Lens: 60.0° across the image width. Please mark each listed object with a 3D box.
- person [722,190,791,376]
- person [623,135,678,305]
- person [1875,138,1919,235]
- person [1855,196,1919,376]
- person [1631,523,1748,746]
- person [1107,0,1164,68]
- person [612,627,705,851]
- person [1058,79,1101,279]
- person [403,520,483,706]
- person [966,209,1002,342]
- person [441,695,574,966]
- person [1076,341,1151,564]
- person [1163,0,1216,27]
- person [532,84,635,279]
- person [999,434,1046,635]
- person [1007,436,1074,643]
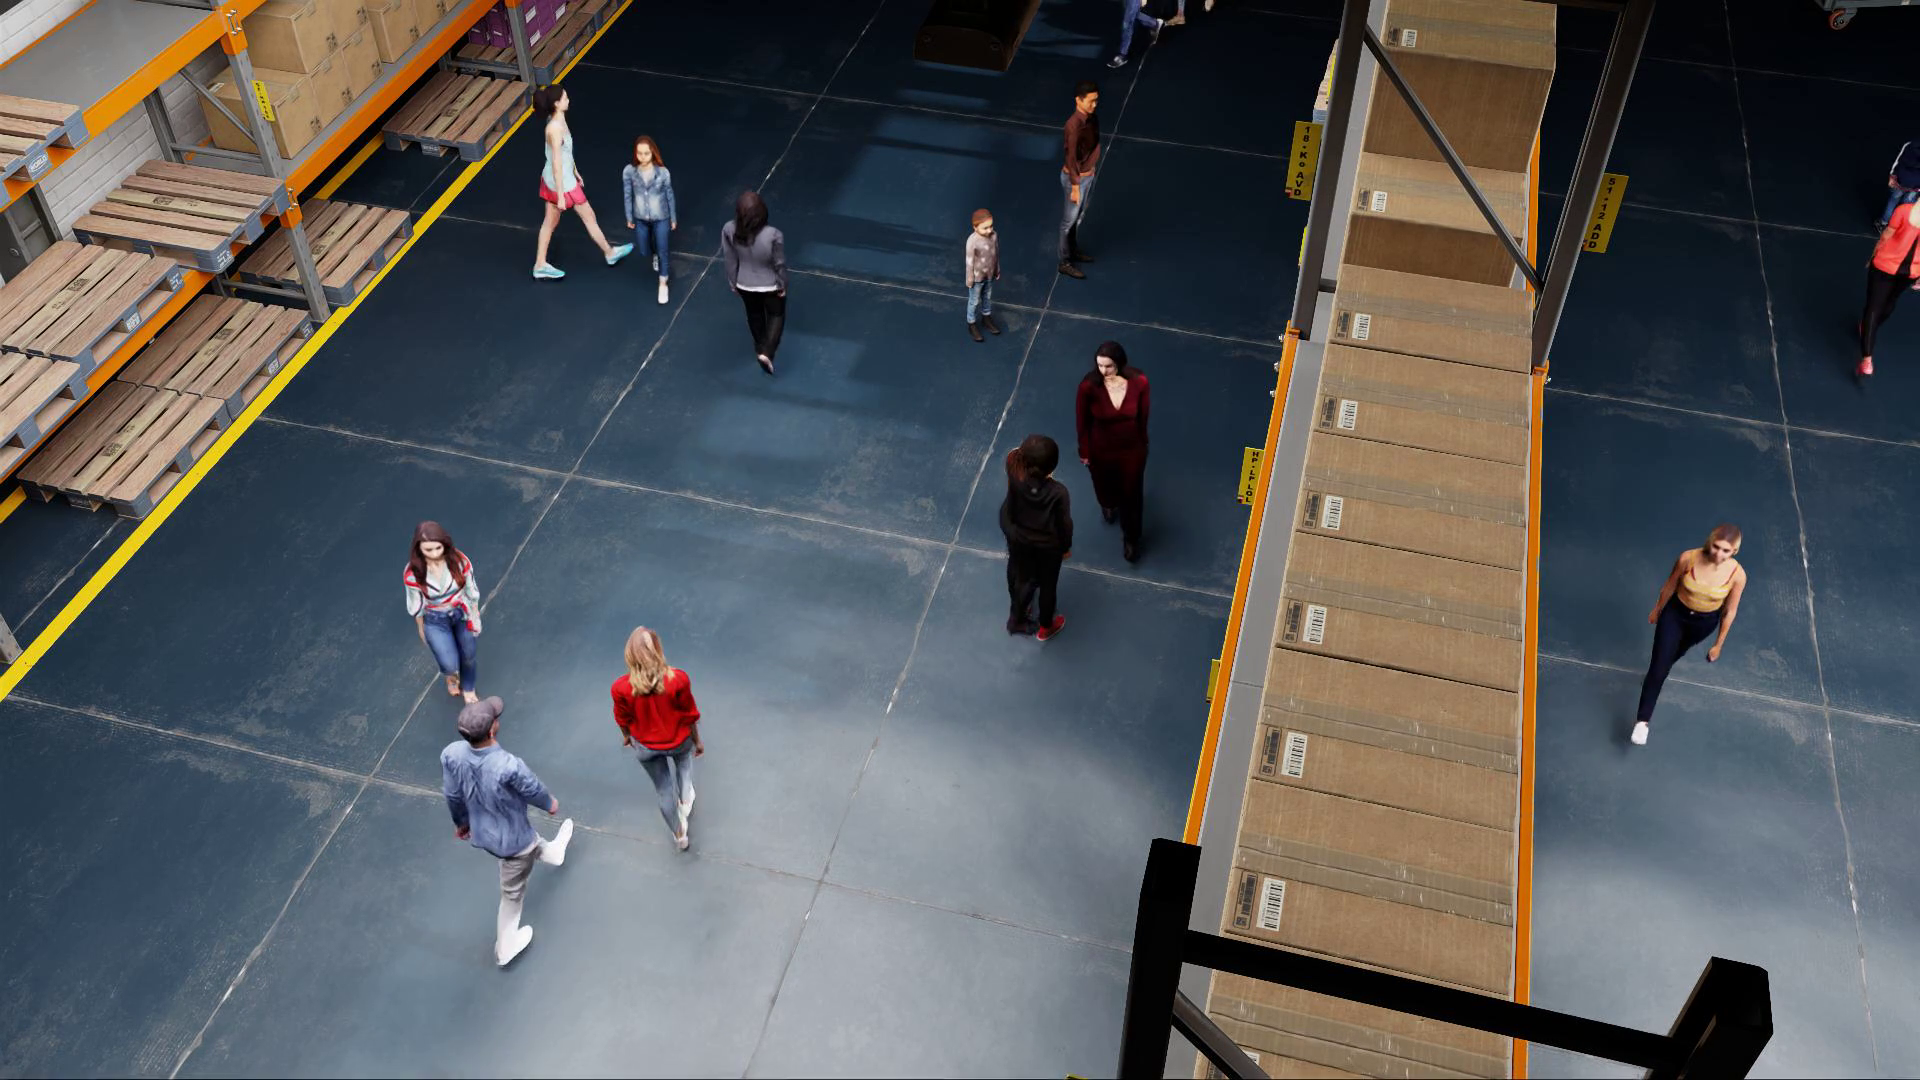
[{"bbox_3d":[-1.592,-2.002,13.039,0.675,1.580,0.837,8,44,8],"label":"person"},{"bbox_3d":[-2.564,-2.728,13.883,0.680,1.467,0.843,1,44,1],"label":"person"},{"bbox_3d":[8.316,-3.155,14.513,0.526,1.217,0.652,9,44,9],"label":"person"},{"bbox_3d":[7.342,-2.045,13.029,0.579,1.656,1.132,10,44,10],"label":"person"},{"bbox_3d":[4.582,0.470,10.441,0.734,1.585,1.159,18,46,18],"label":"person"},{"bbox_3d":[1.827,-5.590,16.836,1.028,1.538,0.917,-27,50,-25],"label":"person"},{"bbox_3d":[-1.710,1.218,9.579,0.779,1.691,0.833,-8,44,-8],"label":"person"},{"bbox_3d":[0.982,-3.060,14.006,0.730,1.778,0.498,16,46,16],"label":"person"},{"bbox_3d":[-3.223,0.433,10.469,0.733,1.600,0.792,-18,47,-18],"label":"person"},{"bbox_3d":[0.179,-2.184,13.510,0.537,1.195,0.609,-27,50,-26],"label":"person"},{"bbox_3d":[-2.518,1.638,9.030,0.795,1.840,1.210,18,46,18],"label":"person"},{"bbox_3d":[1.053,-0.745,11.623,0.871,1.714,1.084,-4,44,-4],"label":"person"},{"bbox_3d":[2.476,-6.240,17.340,0.990,1.783,0.920,-23,48,-22],"label":"person"},{"bbox_3d":[-3.401,-2.929,13.918,1.069,1.710,1.147,-7,44,-8],"label":"person"},{"bbox_3d":[0.429,-0.107,10.982,0.787,1.674,0.728,-34,53,-31],"label":"person"},{"bbox_3d":[0.512,-0.003,10.872,0.633,1.675,0.569,18,47,18],"label":"person"}]
